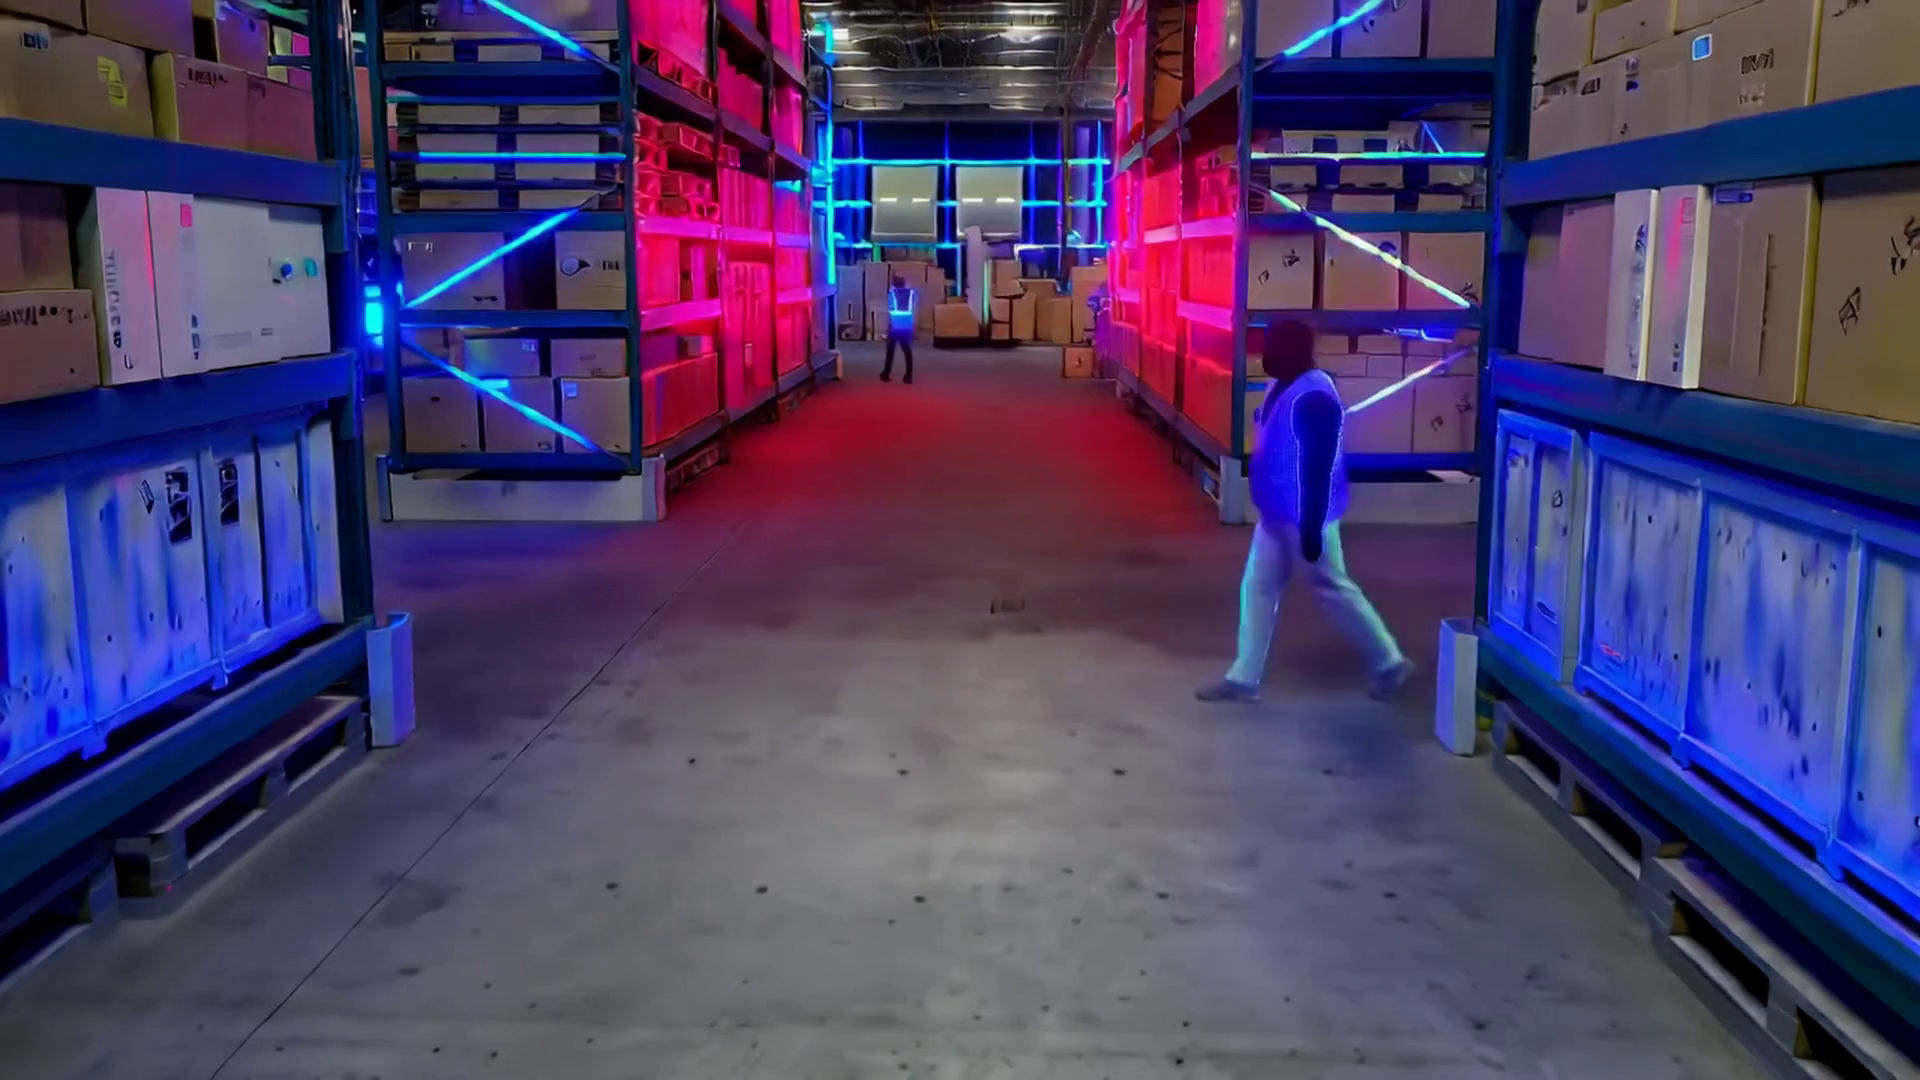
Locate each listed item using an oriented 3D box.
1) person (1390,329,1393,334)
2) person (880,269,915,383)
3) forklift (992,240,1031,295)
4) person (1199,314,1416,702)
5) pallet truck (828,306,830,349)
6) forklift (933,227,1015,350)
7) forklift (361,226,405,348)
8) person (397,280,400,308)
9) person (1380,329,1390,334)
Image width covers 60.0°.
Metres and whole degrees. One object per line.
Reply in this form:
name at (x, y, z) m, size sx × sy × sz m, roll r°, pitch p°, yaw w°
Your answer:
person at (10.434, -5.502, 40.077) m, size 0.524 × 1.678 × 0.558 m, roll -3°, pitch 10°, yaw -17°
person at (-1.043, -3.614, 28.132) m, size 0.546 × 1.892 × 0.982 m, roll -4°, pitch 10°, yaw -23°
forklift at (1.563, -9.360, 59.630) m, size 1.873 × 2.768 × 1.129 m, roll -8°, pitch 12°, yaw -40°
person at (1.626, -0.123, 7.566) m, size 0.947 × 1.805 × 0.636 m, roll -1°, pitch 10°, yaw -5°
pallet truck at (-3.100, -3.940, 29.800) m, size 1.885 × 1.965 × 0.823 m, roll 3°, pitch 10°, yaw 19°
forklift at (0.319, -5.795, 38.275) m, size 1.873 × 2.768 × 1.129 m, roll 0°, pitch 9°, yaw 1°
forklift at (-13.158, -5.545, 36.779) m, size 1.129 × 2.768 × 1.873 m, roll 0°, pitch 9°, yaw 1°
person at (-12.919, -5.140, 38.061) m, size 0.306 × 1.640 × 0.522 m, roll 2°, pitch 10°, yaw 12°
person at (7.240, -3.637, 28.880) m, size 0.317 × 1.697 × 0.540 m, roll -9°, pitch 13°, yaw -43°
